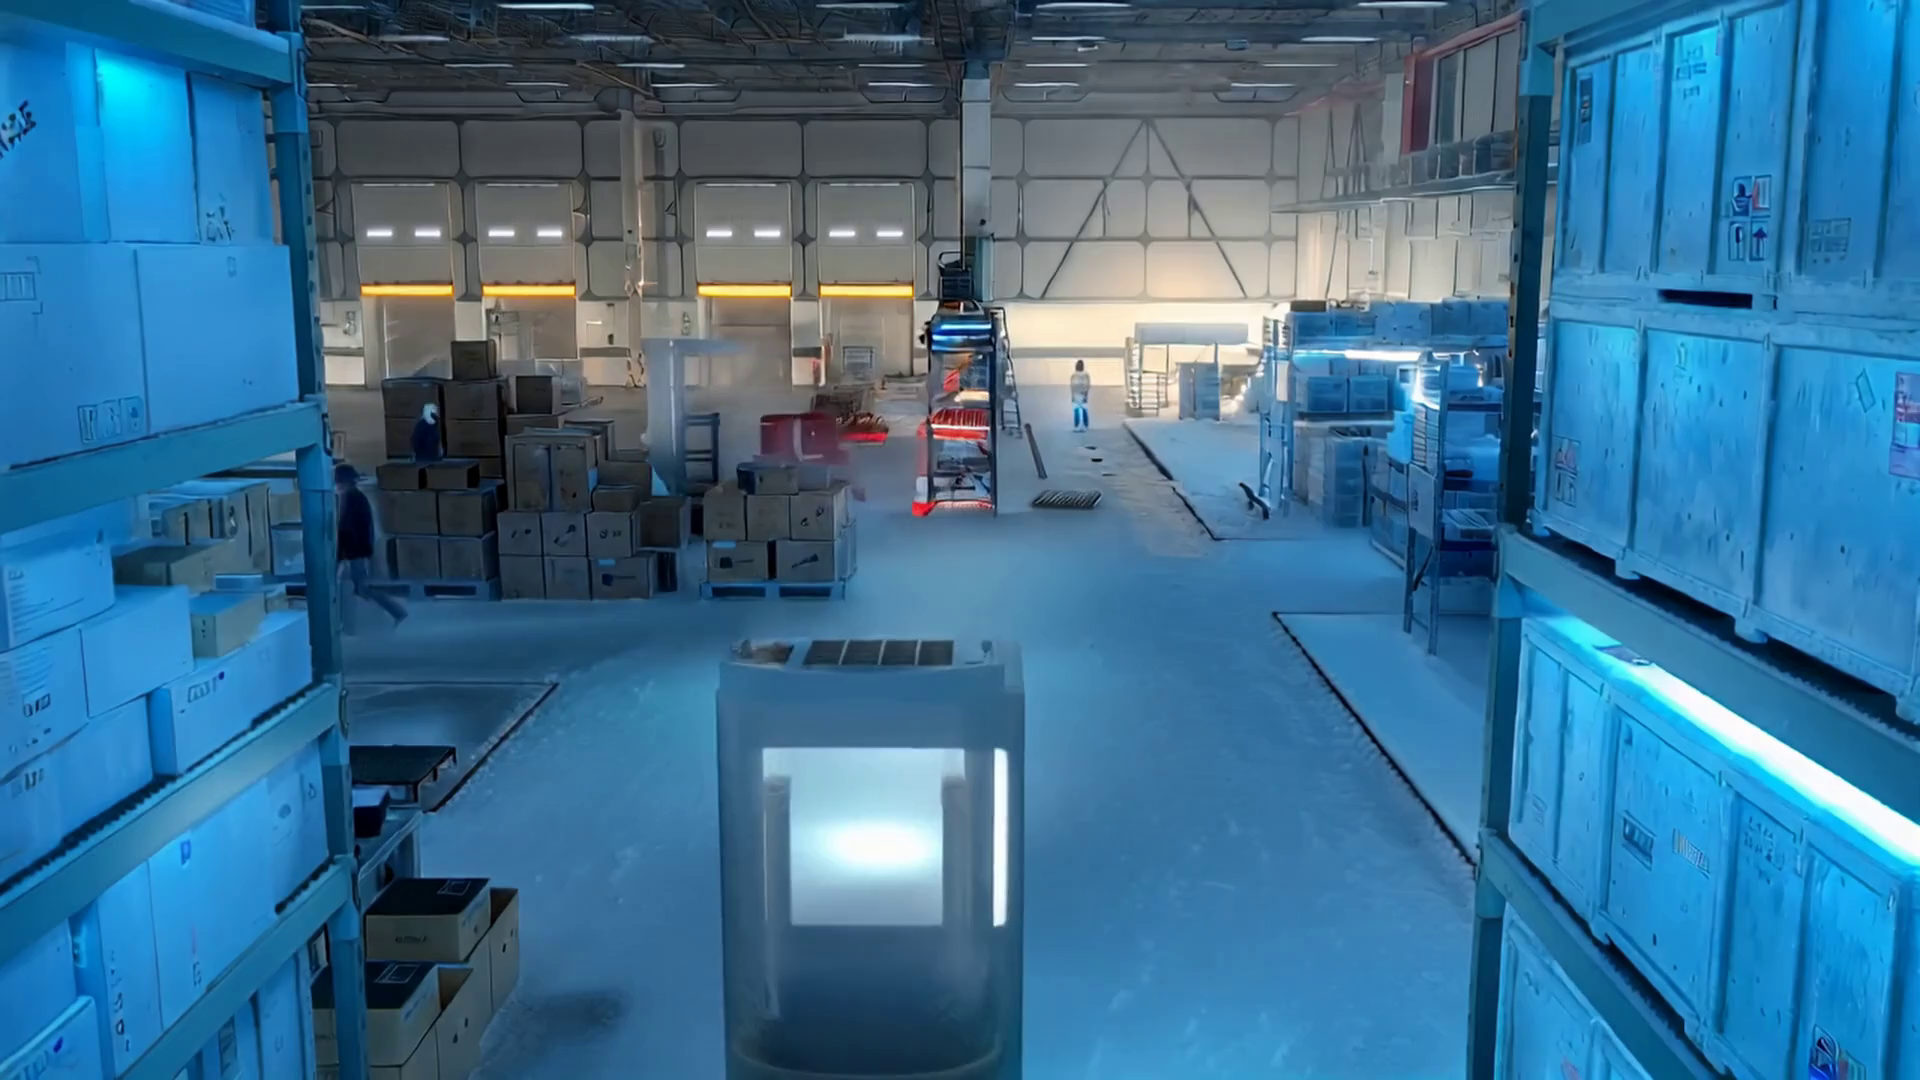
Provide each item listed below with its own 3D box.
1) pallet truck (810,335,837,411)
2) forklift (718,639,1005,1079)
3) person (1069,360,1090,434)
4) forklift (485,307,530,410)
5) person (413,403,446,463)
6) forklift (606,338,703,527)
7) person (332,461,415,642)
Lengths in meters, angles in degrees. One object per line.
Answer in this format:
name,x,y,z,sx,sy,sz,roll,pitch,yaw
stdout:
pallet truck,-3.021,-4.312,43.126,1.885,1.965,0.823,3,10,17
forklift,-0.316,1.728,5.731,1.129,2.768,1.873,0,10,1
person,2.725,-3.253,37.879,0.318,1.699,0.535,-10,14,-44
forklift,-10.754,-4.150,39.646,1.129,2.768,1.873,0,10,1
person,-8.016,-1.136,25.128,1.011,1.893,0.647,1,10,8
forklift,-4.555,-1.634,25.130,1.873,2.768,1.129,-1,10,-7
person,-6.301,0.136,17.587,0.875,1.961,0.605,-3,10,-16
